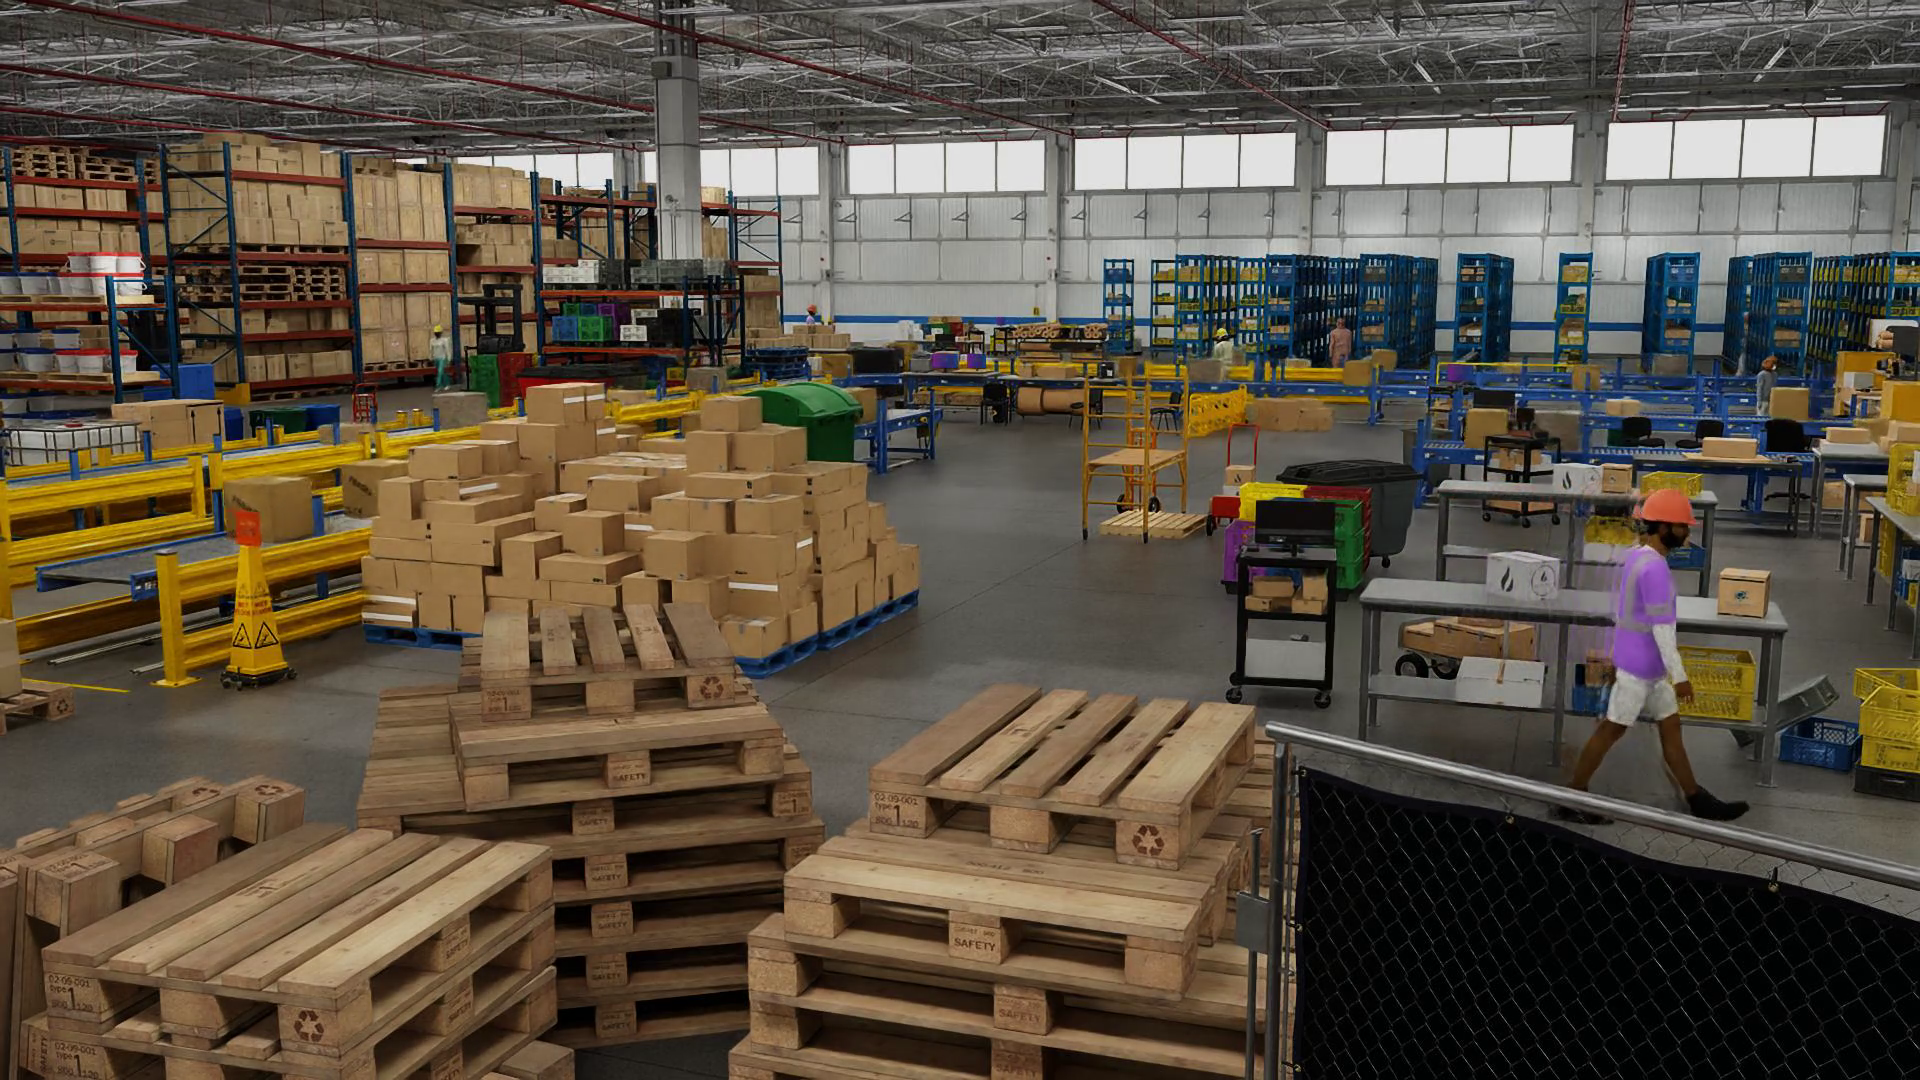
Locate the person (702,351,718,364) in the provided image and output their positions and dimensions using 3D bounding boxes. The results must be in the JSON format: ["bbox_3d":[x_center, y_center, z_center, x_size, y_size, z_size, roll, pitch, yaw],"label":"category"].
[{"bbox_3d":[-5.856,-4.083,38.876,0.850,1.877,0.650,-5,10,-28],"label":"person"}]

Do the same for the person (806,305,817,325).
[{"bbox_3d":[-4.897,-6.724,54.925,0.377,2.045,0.605,-2,9,-10],"label":"person"}]

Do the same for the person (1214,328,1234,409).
[{"bbox_3d":[5.972,-3.901,37.890,0.591,1.826,0.403,-8,12,-41],"label":"person"}]

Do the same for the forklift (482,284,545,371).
[{"bbox_3d":[-10.832,-4.702,39.610,1.129,2.768,1.873,3,10,20],"label":"forklift"}]

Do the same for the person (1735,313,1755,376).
[{"bbox_3d":[22.778,-5.558,47.893,0.948,1.962,0.620,4,10,23],"label":"person"}]

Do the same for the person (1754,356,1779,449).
[{"bbox_3d":[14.130,-2.410,29.126,0.498,1.633,0.282,-5,11,-31],"label":"person"}]

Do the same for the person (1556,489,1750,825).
[{"bbox_3d":[3.782,0.663,9.036,1.006,1.883,0.549,3,10,19],"label":"person"}]

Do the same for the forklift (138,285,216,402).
[{"bbox_3d":[-17.480,-4.200,36.461,1.873,2.768,1.129,3,10,19],"label":"forklift"}]

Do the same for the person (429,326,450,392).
[{"bbox_3d":[-13.602,-4.749,43.523,0.530,1.731,0.897,3,9,16],"label":"person"}]

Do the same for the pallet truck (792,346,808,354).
[{"bbox_3d":[-3.705,-4.298,42.022,0.653,1.274,1.630,3,10,20],"label":"pallet truck"}]

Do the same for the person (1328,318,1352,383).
[{"bbox_3d":[10.002,-4.893,43.861,0.643,1.910,0.400,-2,9,-14],"label":"person"}]

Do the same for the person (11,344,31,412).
[{"bbox_3d":[-19.414,-3.259,34.402,0.891,1.653,0.524,3,10,20],"label":"person"}]

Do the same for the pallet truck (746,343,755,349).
[{"bbox_3d":[-6.183,-4.618,44.264,1.601,1.201,0.680,-9,12,-43],"label":"pallet truck"}]
